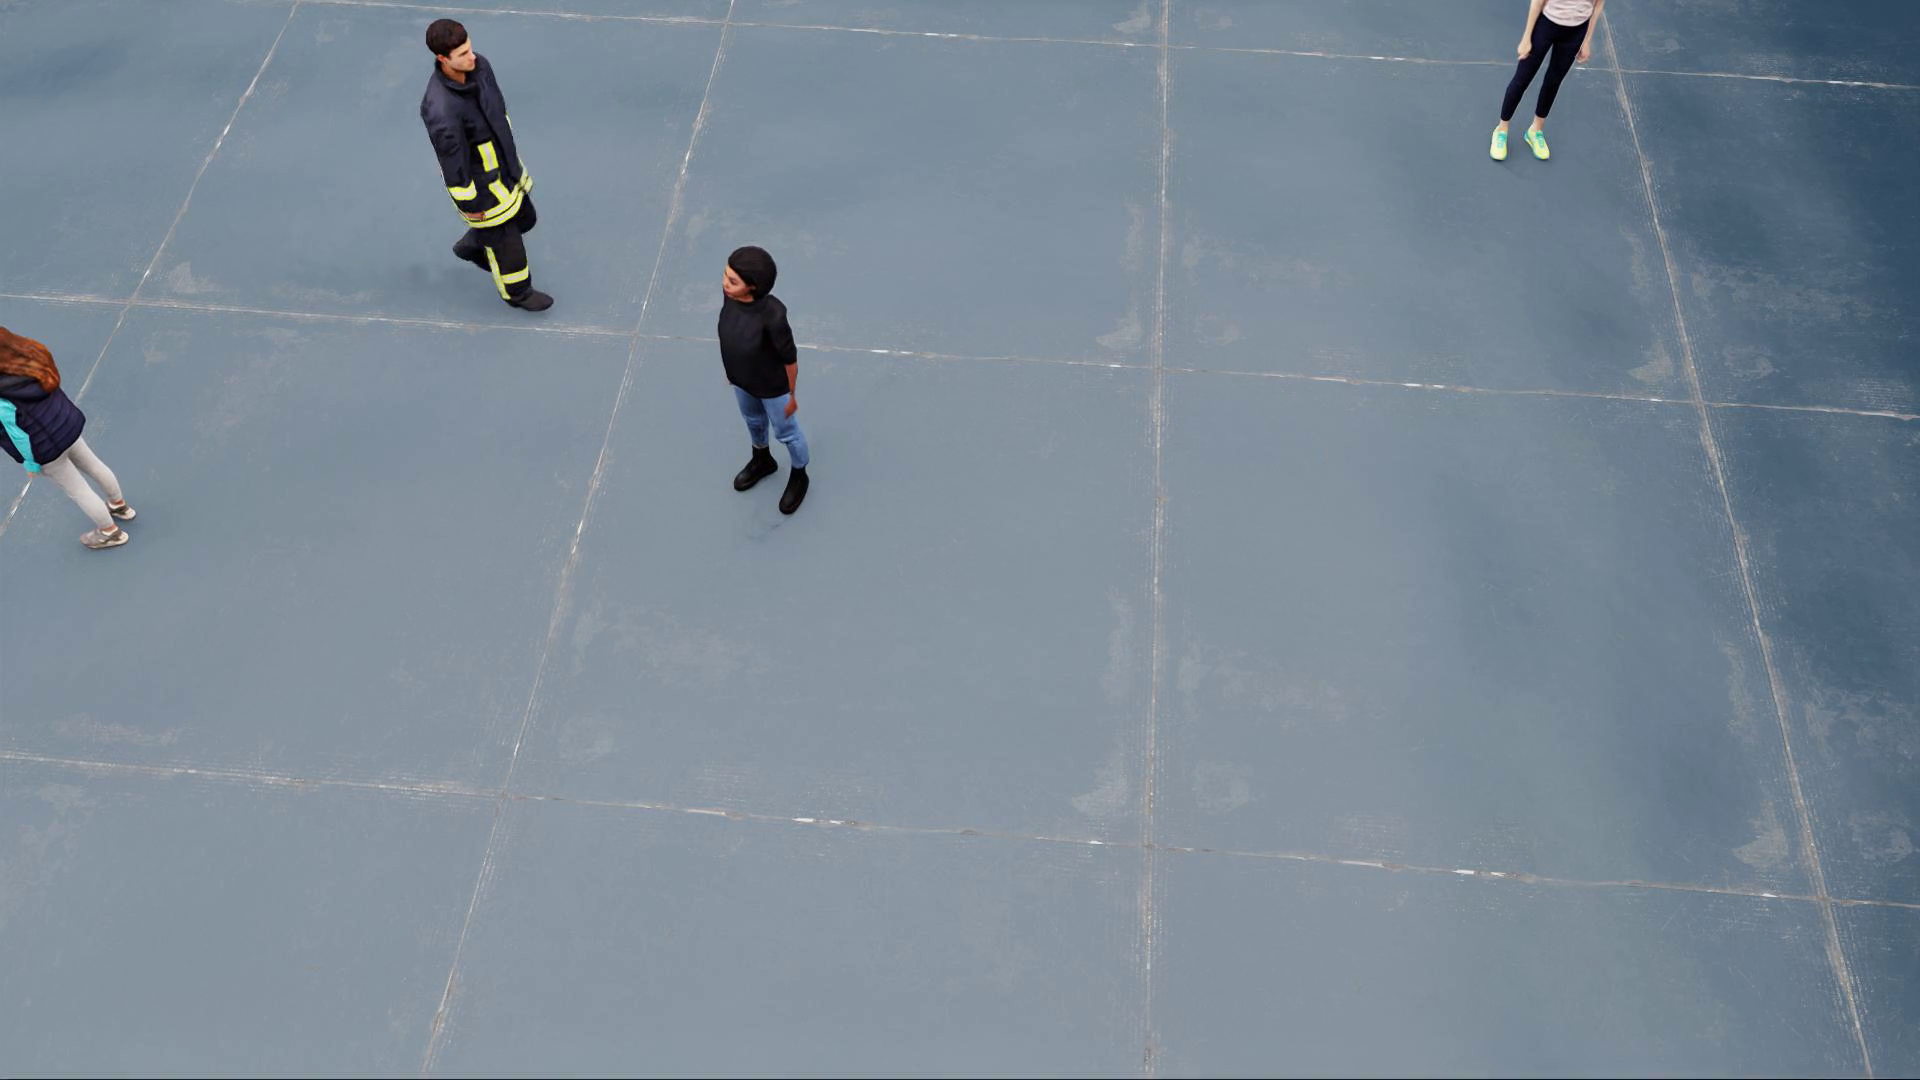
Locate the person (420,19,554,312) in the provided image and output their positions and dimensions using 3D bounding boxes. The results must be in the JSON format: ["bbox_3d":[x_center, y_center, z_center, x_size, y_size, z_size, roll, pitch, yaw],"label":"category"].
[{"bbox_3d":[-2.652,-2.021,8.989,0.898,1.913,0.847,11,53,8],"label":"person"}]

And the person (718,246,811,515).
[{"bbox_3d":[-0.963,-0.796,8.175,0.626,1.701,0.721,29,57,20],"label":"person"}]

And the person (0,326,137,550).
[{"bbox_3d":[-4.426,-0.514,8.084,0.568,1.500,0.568,2,52,2],"label":"person"}]

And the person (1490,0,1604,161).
[{"bbox_3d":[3.555,-3.036,9.906,0.496,1.706,0.674,-1,52,-1],"label":"person"}]
